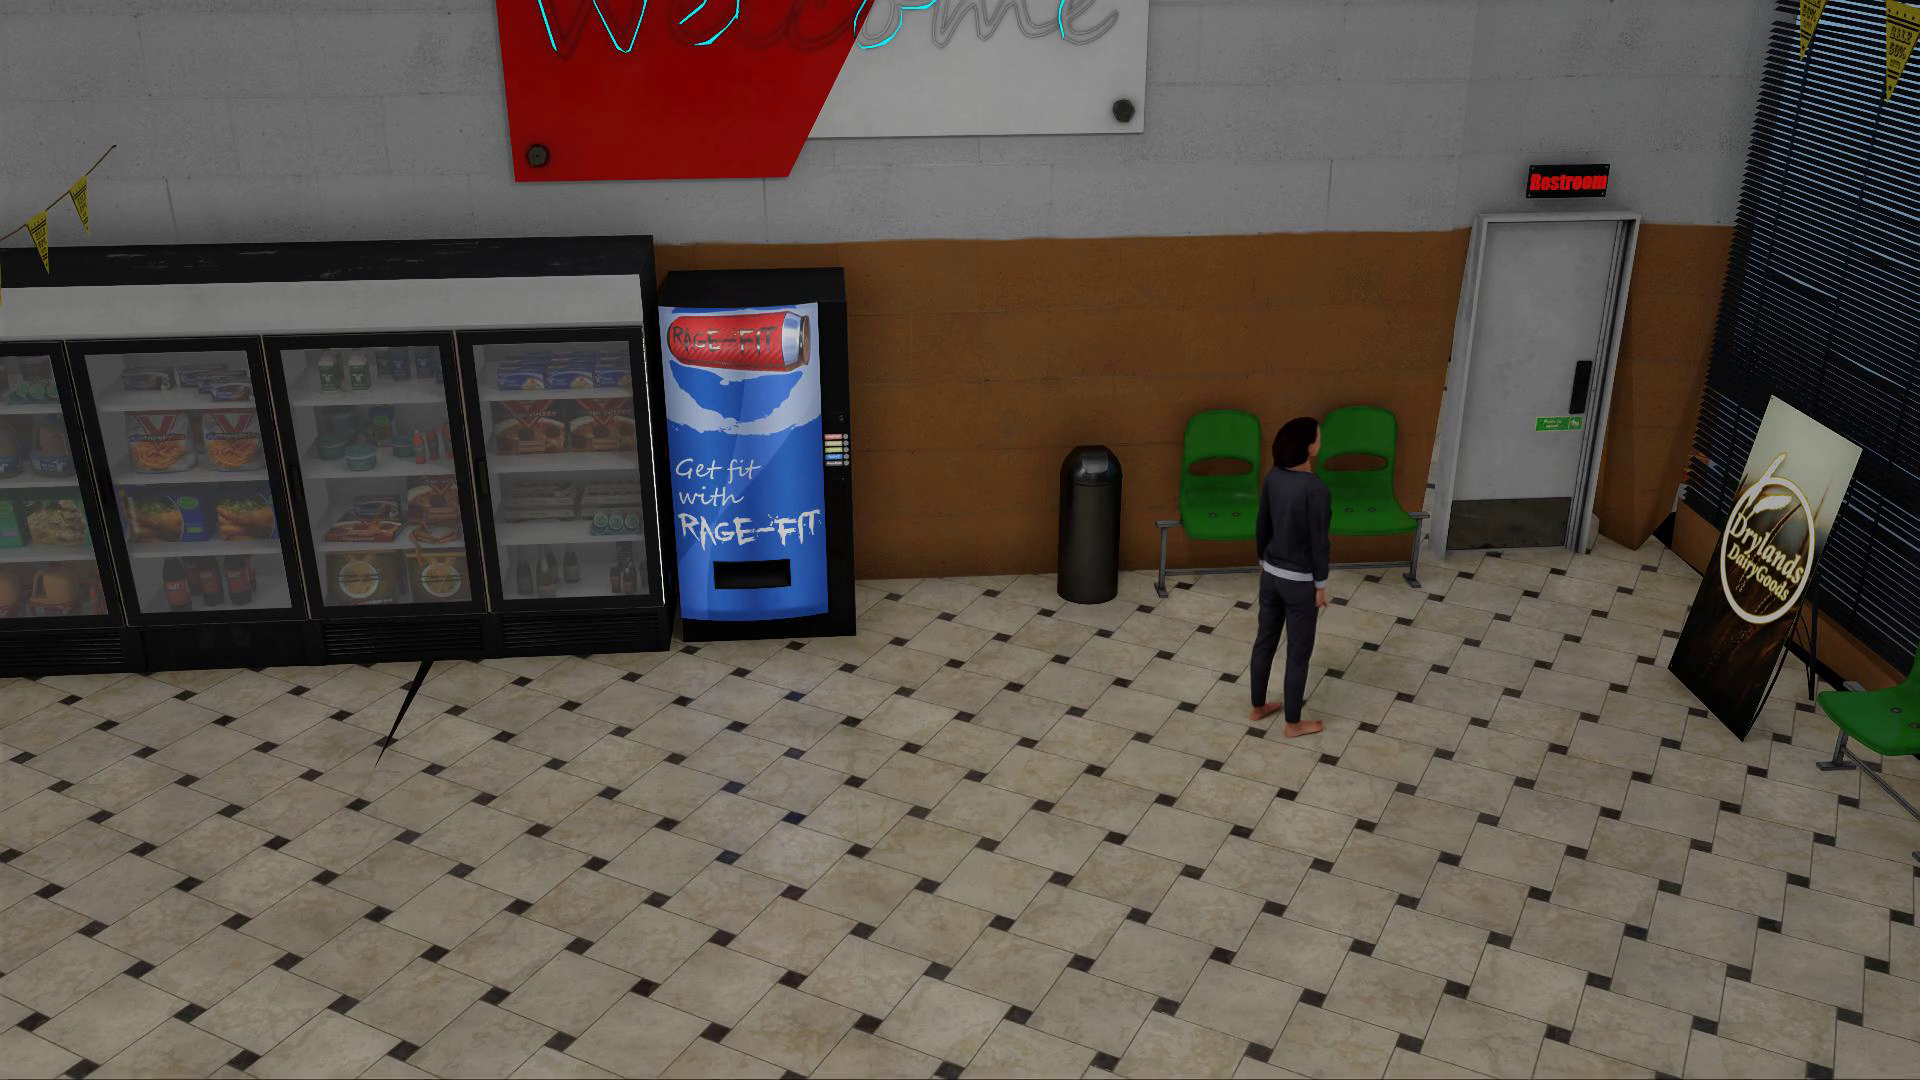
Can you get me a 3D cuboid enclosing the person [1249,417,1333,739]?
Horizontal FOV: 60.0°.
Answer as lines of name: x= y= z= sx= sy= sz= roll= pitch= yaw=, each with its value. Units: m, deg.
person: x=1.743 y=0.192 z=8.786 sx=0.746 sy=1.767 sz=0.637 roll=-17 pitch=29 yaw=-34
